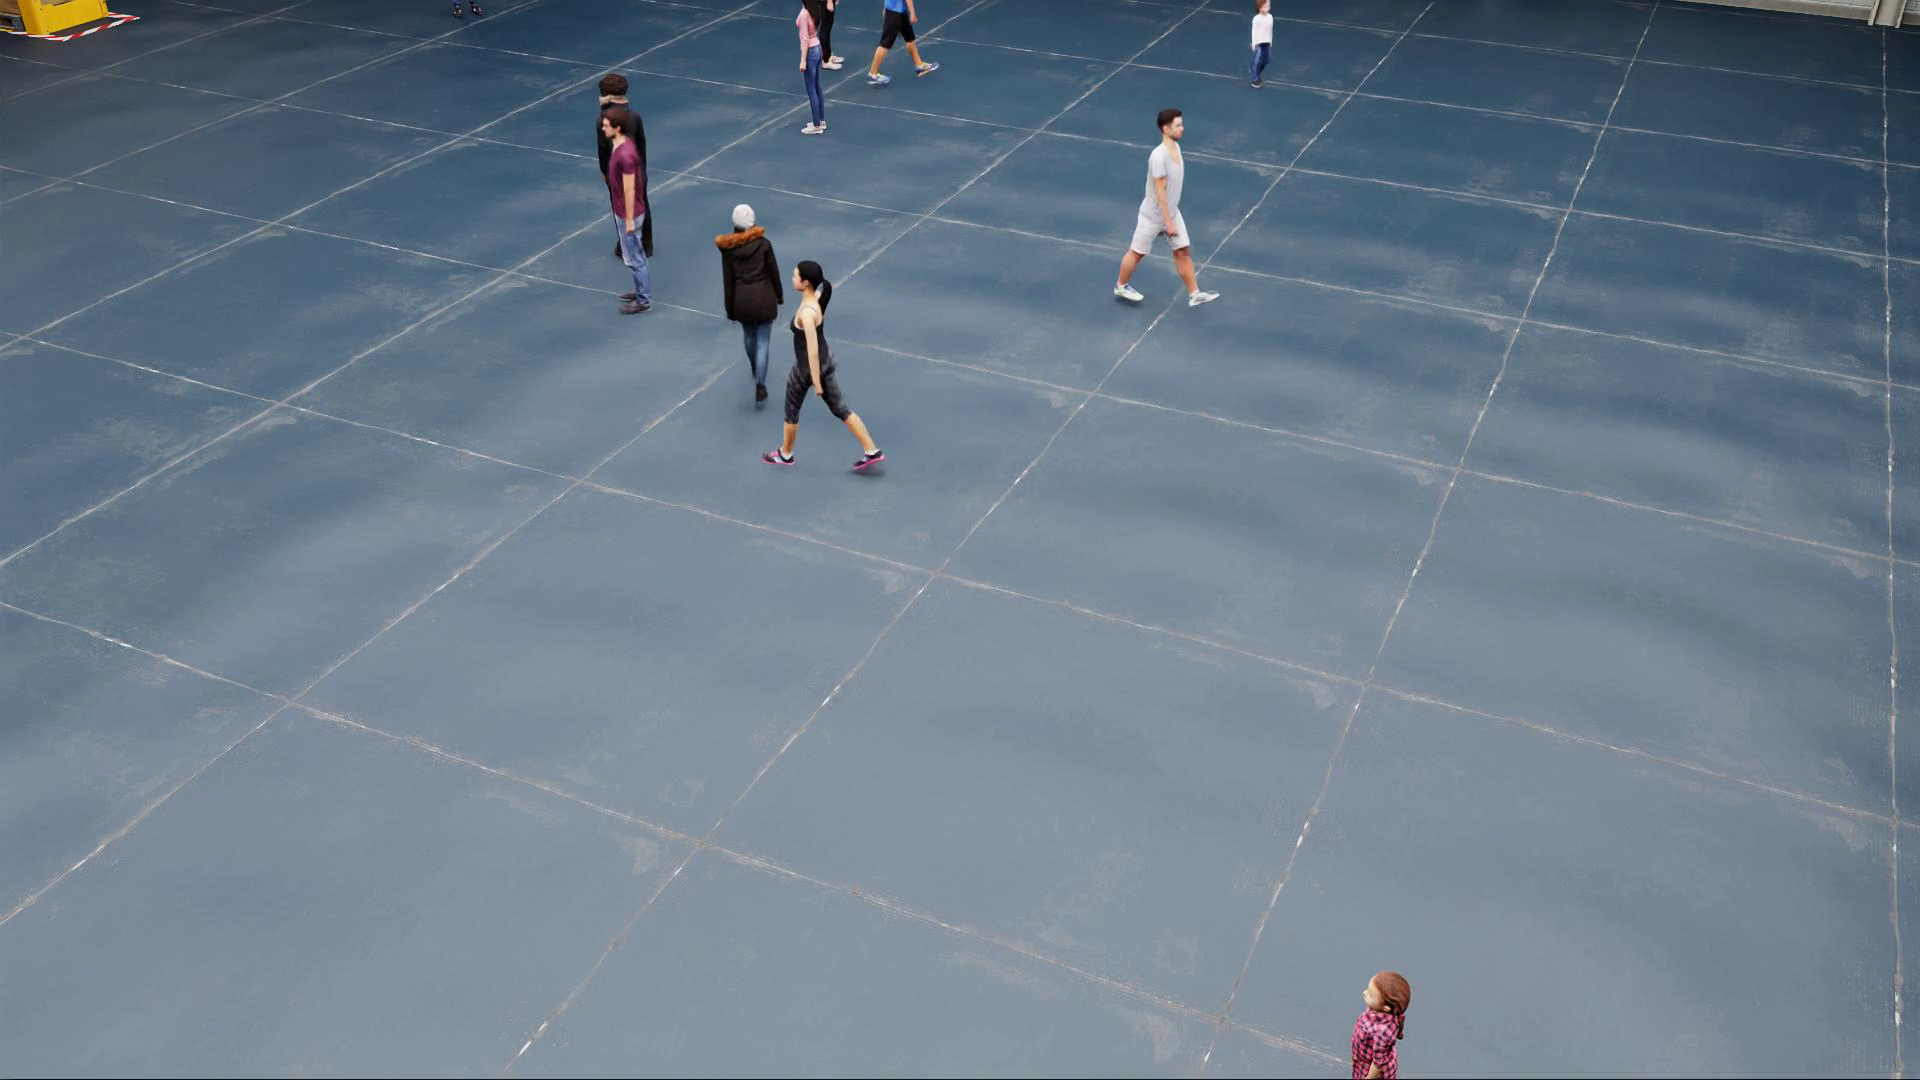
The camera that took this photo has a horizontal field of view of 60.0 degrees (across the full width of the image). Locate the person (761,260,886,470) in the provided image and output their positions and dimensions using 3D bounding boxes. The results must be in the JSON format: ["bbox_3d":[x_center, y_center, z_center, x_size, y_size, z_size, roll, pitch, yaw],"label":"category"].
[{"bbox_3d":[-0.969,-1.237,12.275,1.224,1.680,0.728,7,33,11],"label":"person"}]

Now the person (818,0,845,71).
[{"bbox_3d":[-1.694,-6.951,21.255,0.678,1.764,0.703,2,32,3],"label":"person"}]

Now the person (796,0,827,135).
[{"bbox_3d":[-1.713,-5.544,19.045,0.537,1.742,0.599,8,33,13],"label":"person"}]

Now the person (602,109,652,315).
[{"bbox_3d":[-2.947,-2.951,14.833,0.774,1.851,0.745,-7,33,-11],"label":"person"}]

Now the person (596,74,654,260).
[{"bbox_3d":[-3.184,-3.534,15.829,0.728,1.774,0.788,-11,34,-17],"label":"person"}]

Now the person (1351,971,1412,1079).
[{"bbox_3d":[1.824,2.285,7.308,0.487,1.022,0.463,7,33,10],"label":"person"}]

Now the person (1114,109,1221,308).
[{"bbox_3d":[1.693,-2.918,14.832,1.262,1.795,0.791,19,37,27],"label":"person"}]

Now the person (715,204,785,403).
[{"bbox_3d":[-1.650,-1.886,13.374,1.033,1.606,0.912,2,32,4],"label":"person"}]

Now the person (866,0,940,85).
[{"bbox_3d":[-0.867,-6.498,20.496,1.225,1.807,1.194,-12,34,-19],"label":"person"}]

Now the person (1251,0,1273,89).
[{"bbox_3d":[3.723,-6.218,20.706,0.545,1.109,0.601,-14,35,-21],"label":"person"}]

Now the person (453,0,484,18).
[{"bbox_3d":[-7.069,-8.352,23.379,0.708,1.867,0.747,-14,35,-22],"label":"person"}]
